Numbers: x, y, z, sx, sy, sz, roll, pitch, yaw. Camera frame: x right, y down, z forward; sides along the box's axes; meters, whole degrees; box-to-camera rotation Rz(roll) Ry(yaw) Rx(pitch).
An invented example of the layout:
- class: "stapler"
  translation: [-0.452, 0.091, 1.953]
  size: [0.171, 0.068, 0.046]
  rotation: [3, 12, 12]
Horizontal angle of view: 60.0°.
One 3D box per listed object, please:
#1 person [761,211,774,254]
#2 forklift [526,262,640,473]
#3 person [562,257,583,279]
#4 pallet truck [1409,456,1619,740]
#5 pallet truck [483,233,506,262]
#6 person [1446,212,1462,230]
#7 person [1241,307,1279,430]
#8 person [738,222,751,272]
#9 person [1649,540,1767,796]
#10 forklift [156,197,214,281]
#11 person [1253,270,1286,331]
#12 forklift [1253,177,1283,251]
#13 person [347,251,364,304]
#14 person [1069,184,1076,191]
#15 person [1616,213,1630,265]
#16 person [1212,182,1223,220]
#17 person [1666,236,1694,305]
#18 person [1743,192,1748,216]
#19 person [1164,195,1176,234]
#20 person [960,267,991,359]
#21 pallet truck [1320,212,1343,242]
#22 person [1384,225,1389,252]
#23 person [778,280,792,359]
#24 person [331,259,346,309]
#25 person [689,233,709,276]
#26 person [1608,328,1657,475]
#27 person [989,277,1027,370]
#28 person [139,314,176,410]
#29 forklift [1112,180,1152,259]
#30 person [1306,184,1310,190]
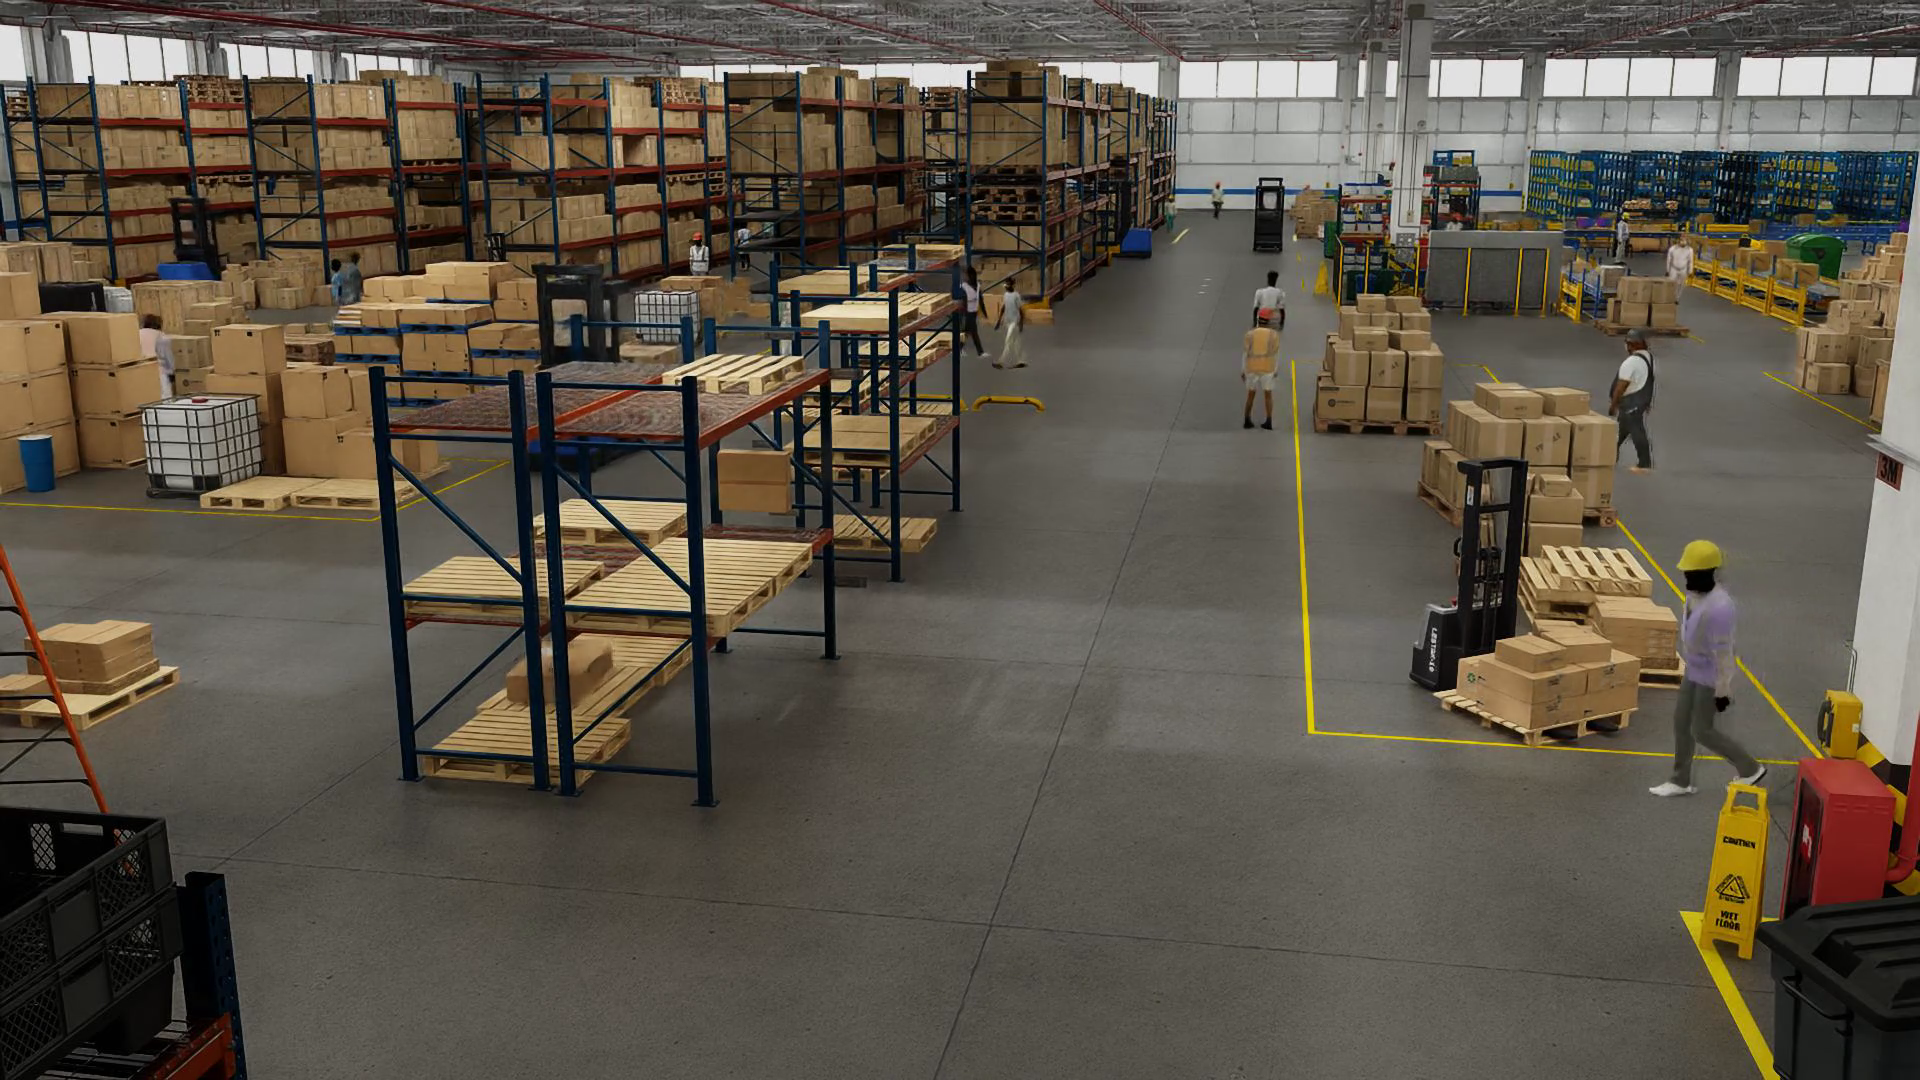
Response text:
- class: "person"
  translation: [-7.318, -11.668, 63.164]
  size: [0.495, 1.625, 0.281]
  rotation: [-1, 14, -3]
- class: "forklift"
  translation: [-5.390, -2.450, 23.150]
  size: [1.129, 2.768, 1.873]
  rotation: [3, 14, 10]
- class: "person"
  translation: [-9.357, -6.024, 40.235]
  size: [0.522, 1.631, 0.317]
  rotation: [0, 14, -2]
- class: "pallet truck"
  translation: [4.504, 0.400, 13.395]
  size: [0.823, 1.965, 1.885]
  rotation: [-6, 15, -23]
- class: "pallet truck"
  translation: [-11.832, -7.026, 43.548]
  size: [1.885, 1.965, 0.823]
  rotation: [8, 16, 28]
- class: "person"
  translation: [16.427, -9.929, 55.378]
  size: [0.671, 2.037, 0.706]
  rotation: [-4, 14, -17]
- class: "person"
  translation: [4.707, -2.683, 26.073]
  size: [0.571, 1.923, 0.420]
  rotation: [6, 15, 22]
- class: "person"
  translation: [-7.199, -9.808, 55.486]
  size: [0.319, 1.690, 0.535]
  rotation: [12, 18, 40]
- class: "person"
  translation: [5.230, 0.913, 11.527]
  size: [0.674, 1.897, 0.636]
  rotation: [1, 14, 2]
- class: "forklift"
  translation: [-21.044, -7.964, 45.536]
  size: [1.129, 2.768, 1.873]
  rotation: [3, 14, 10]
- class: "person"
  translation: [6.071, -4.315, 32.644]
  size: [0.635, 1.943, 0.517]
  rotation: [3, 14, 12]
- class: "forklift"
  translation: [12.083, -12.747, 64.956]
  size: [1.129, 2.768, 1.873]
  rotation: [3, 14, 10]
- class: "person"
  translation: [-13.996, -5.704, 38.371]
  size: [0.753, 1.917, 0.650]
  rotation: [-8, 16, -30]
- class: "person"
  translation: [6.007, -17.846, 87.608]
  size: [0.632, 1.927, 0.472]
  rotation: [-1, 14, -4]
- class: "person"
  translation: [23.140, -10.512, 58.084]
  size: [0.403, 1.817, 0.598]
  rotation: [10, 17, 34]
- class: "person"
  translation: [13.581, -17.866, 87.598]
  size: [0.643, 1.974, 0.440]
  rotation: [-5, 15, -19]
- class: "person"
  translation: [19.264, -7.187, 44.492]
  size: [0.663, 1.852, 1.037]
  rotation: [4, 14, 15]
- class: "person"
  translation: [37.708, -15.861, 79.769]
  size: [0.588, 1.828, 0.404]
  rotation: [-5, 15, -21]
- class: "person"
  translation: [9.584, -14.857, 75.852]
  size: [0.530, 1.752, 0.554]
  rotation: [2, 14, 9]
- class: "person"
  translation: [0.242, -4.699, 34.369]
  size: [1.006, 1.869, 0.592]
  rotation: [9, 17, 34]
- class: "pallet truck"
  translation: [15.874, -13.227, 70.310]
  size: [0.680, 1.201, 1.601]
  rotation: [10, 17, 35]
- class: "person"
  translation: [14.428, -9.884, 55.921]
  size: [0.280, 1.624, 0.494]
  rotation: [-10, 17, -36]
- class: "person"
  translation: [-3.584, -4.491, 33.988]
  size: [0.307, 1.641, 0.513]
  rotation: [4, 14, 16]
- class: "person"
  translation: [-14.467, -5.690, 38.739]
  size: [0.319, 1.697, 0.533]
  rotation: [-6, 15, -23]
- class: "person"
  translation: [-7.000, -7.264, 44.635]
  size: [0.552, 1.937, 0.356]
  rotation: [3, 14, 11]
- class: "person"
  translation: [9.153, -1.938, 22.799]
  size: [1.005, 2.000, 0.701]
  rotation: [13, 19, 43]
- class: "person"
  translation: [0.940, -4.238, 32.602]
  size: [1.000, 1.817, 0.530]
  rotation: [-8, 16, -30]
- class: "person"
  translation: [-12.656, -2.621, 26.070]
  size: [0.684, 1.815, 0.434]
  rotation: [-2, 14, -7]
- class: "forklift"
  translation: [6.082, -11.722, 60.796]
  size: [1.873, 2.768, 1.129]
  rotation: [2, 14, 9]
- class: "person"
  translation: [18.999, -18.636, 91.227]
  size: [0.639, 1.733, 0.569]
  rotation: [-7, 15, -25]
